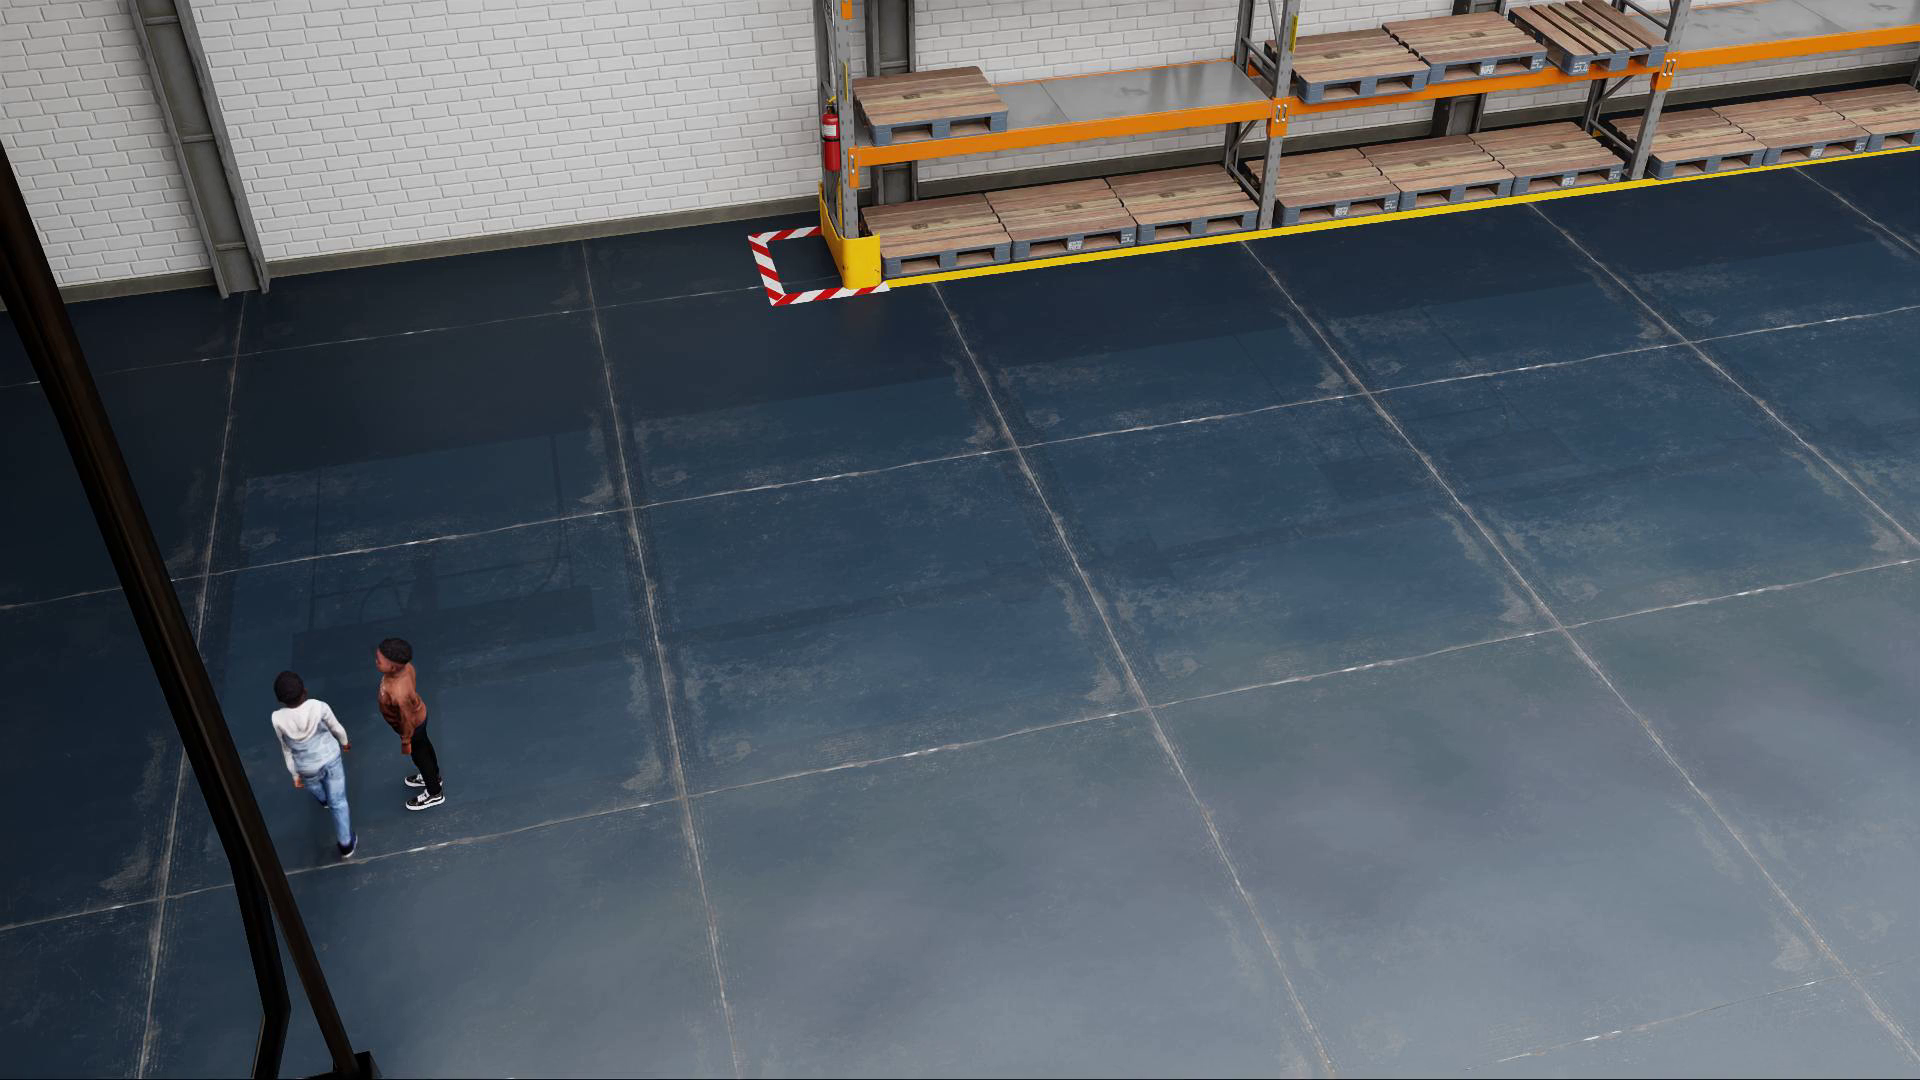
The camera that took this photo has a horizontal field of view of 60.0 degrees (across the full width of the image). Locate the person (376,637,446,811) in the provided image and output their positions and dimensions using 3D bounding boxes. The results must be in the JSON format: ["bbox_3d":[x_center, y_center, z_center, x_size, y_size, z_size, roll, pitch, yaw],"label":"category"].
[{"bbox_3d":[-3.231,1.060,9.781,0.475,1.255,0.517,-9,39,-11],"label":"person"}]

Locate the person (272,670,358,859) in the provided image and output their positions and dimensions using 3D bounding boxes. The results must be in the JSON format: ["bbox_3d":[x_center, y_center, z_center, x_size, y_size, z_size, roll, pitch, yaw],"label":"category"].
[{"bbox_3d":[-3.671,1.300,9.505,0.824,1.224,0.577,-11,40,-14],"label":"person"}]
